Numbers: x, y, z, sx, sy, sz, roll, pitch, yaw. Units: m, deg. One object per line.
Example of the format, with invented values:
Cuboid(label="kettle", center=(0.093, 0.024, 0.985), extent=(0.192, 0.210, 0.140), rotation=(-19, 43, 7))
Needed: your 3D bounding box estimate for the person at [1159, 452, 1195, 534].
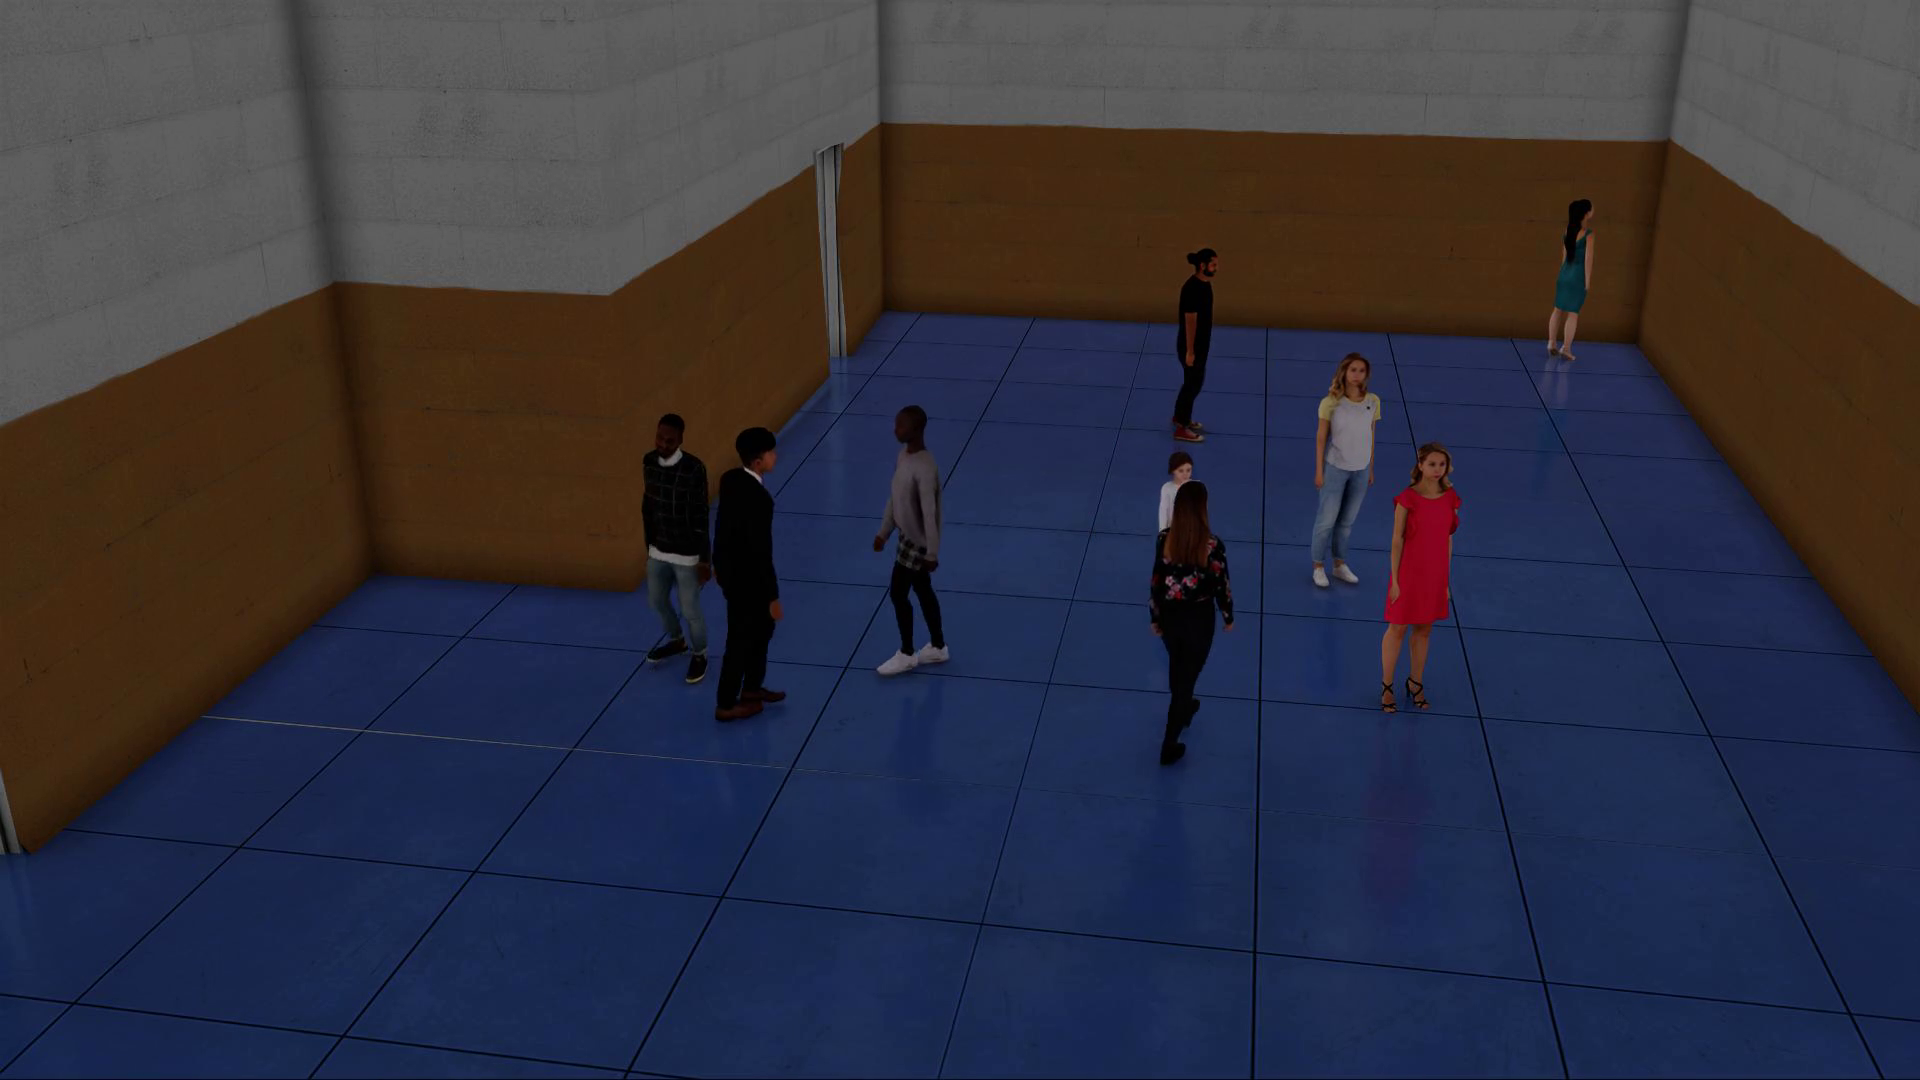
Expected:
Cuboid(label="person", center=(1.521, -0.115, 11.719), extent=(0.656, 1.097, 0.623), rotation=(-3, 22, -7))

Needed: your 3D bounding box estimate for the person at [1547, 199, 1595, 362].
Cuboid(label="person", center=(6.420, -2.726, 17.427), extent=(0.643, 1.688, 0.605), rotation=(-11, 24, -26))

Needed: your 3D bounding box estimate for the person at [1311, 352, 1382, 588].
Cuboid(label="person", center=(2.733, -0.503, 11.825), extent=(0.632, 1.723, 0.765), rotation=(-6, 23, -16))

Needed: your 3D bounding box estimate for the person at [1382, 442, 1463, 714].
Cuboid(label="person", center=(2.765, 0.220, 10.039), extent=(0.594, 1.729, 0.706), rotation=(-5, 22, -12))

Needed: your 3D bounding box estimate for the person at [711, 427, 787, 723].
Cuboid(label="person", center=(-1.372, 0.230, 9.845), extent=(0.902, 1.856, 0.880), rotation=(-10, 24, -23))

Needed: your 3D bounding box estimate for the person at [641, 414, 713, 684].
Cuboid(label="person", center=(-1.736, 0.050, 10.394), extent=(0.782, 1.779, 0.940), rotation=(18, 28, 37))

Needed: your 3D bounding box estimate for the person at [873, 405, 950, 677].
Cuboid(label="person", center=(-0.188, -0.010, 10.576), extent=(0.866, 1.756, 0.782), rotation=(-6, 23, -14))

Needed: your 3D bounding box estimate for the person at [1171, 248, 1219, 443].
Cuboid(label="person", center=(2.100, -1.767, 14.960), extent=(0.667, 1.747, 0.733), rotation=(7, 23, 17))

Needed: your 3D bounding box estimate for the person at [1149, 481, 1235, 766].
Cuboid(label="person", center=(1.254, 0.502, 9.435), extent=(0.943, 1.656, 0.875), rotation=(15, 26, 33))
